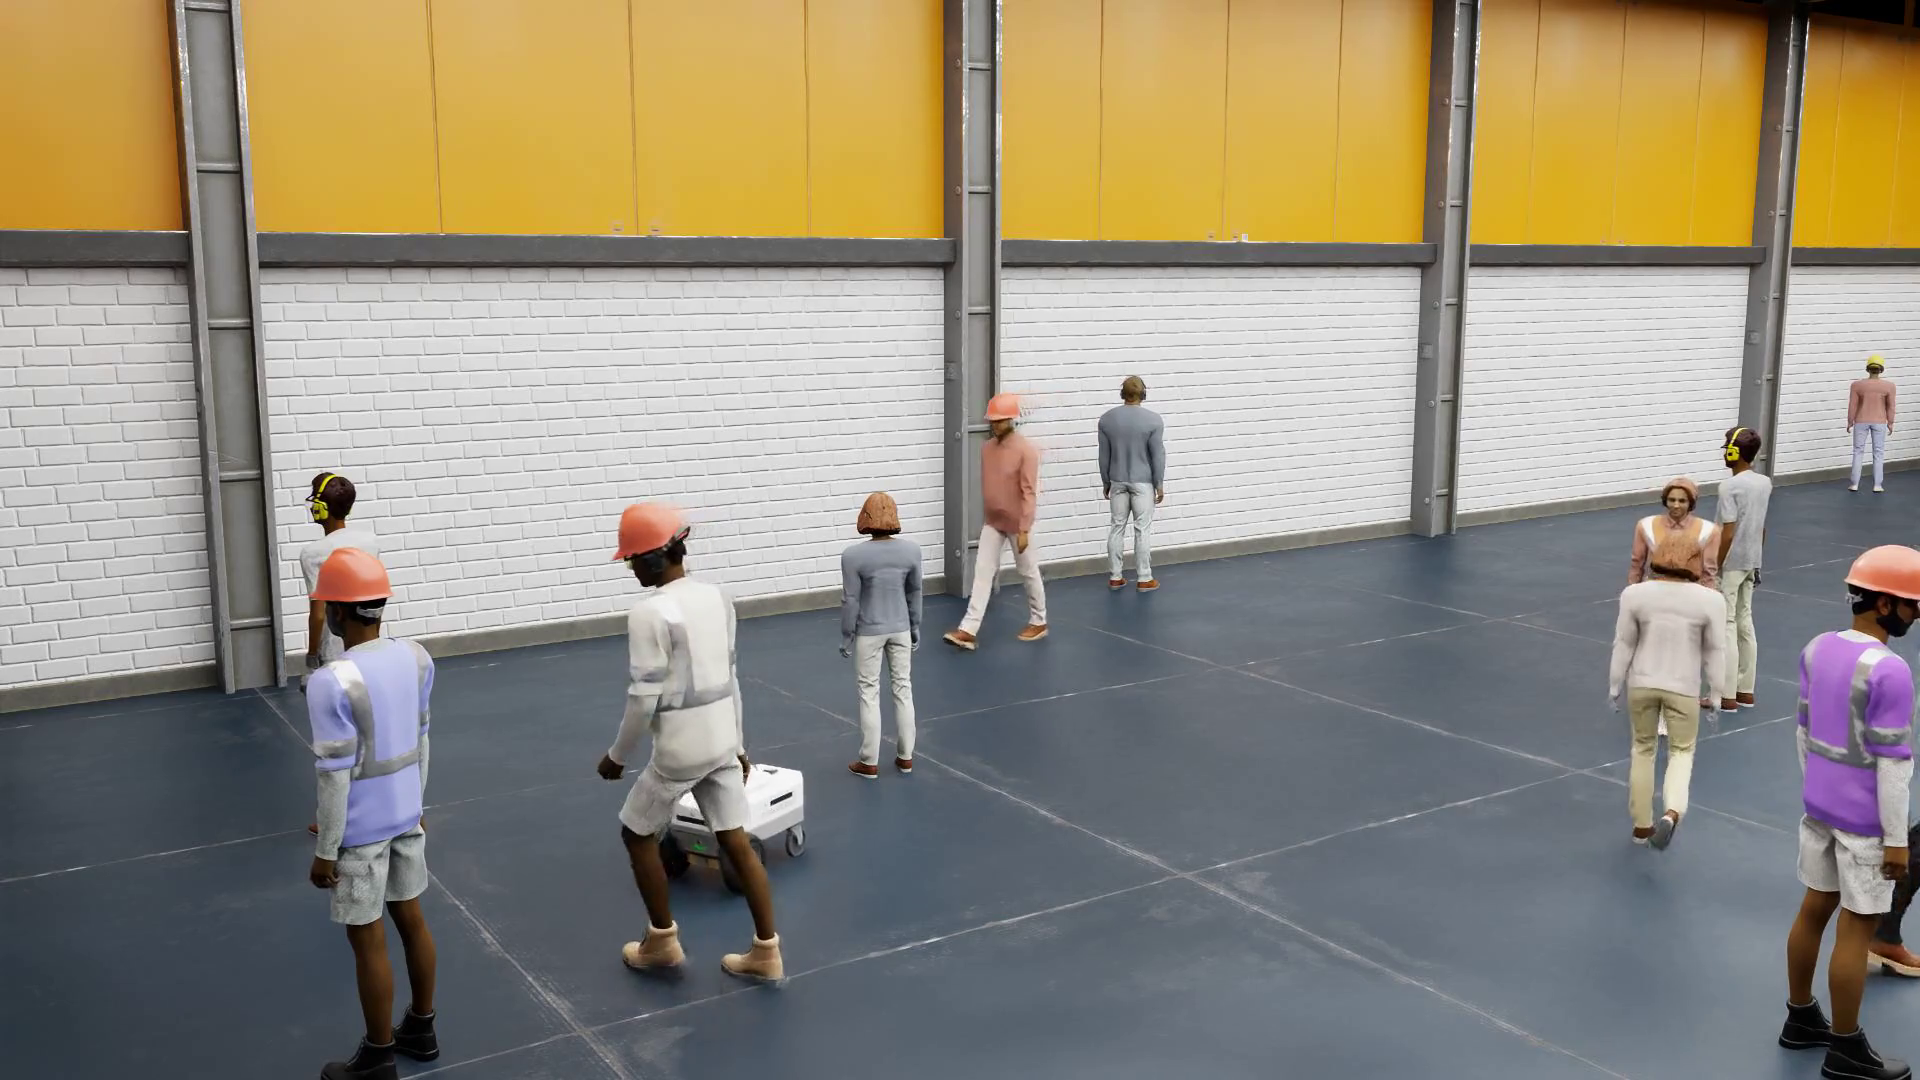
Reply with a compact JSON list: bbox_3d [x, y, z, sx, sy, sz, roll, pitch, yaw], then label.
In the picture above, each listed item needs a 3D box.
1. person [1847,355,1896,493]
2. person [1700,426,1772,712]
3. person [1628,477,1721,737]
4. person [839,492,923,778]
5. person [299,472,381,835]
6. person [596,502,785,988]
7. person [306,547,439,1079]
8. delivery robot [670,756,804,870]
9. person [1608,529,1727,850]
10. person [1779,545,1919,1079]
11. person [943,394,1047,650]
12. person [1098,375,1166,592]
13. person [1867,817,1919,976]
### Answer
[{"bbox_3d":[11.660,-1.488,21.304,0.534,1.765,0.324,5,11,27],"label":"person"},{"bbox_3d":[5.054,0.191,10.873,0.538,1.869,0.312,-6,11,-34],"label":"person"},{"bbox_3d":[4.379,0.415,10.252,0.506,1.621,0.364,4,10,24],"label":"person"},{"bbox_3d":[-0.449,0.540,9.479,0.507,1.633,0.277,-5,11,-27],"label":"person"},{"bbox_3d":[-3.161,0.582,8.503,0.329,1.877,0.507,4,10,23],"label":"person"},{"bbox_3d":[-1.109,0.842,6.651,0.836,1.978,0.626,5,11,27],"label":"person"},{"bbox_3d":[-2.094,0.984,5.887,0.355,1.939,0.544,3,10,20],"label":"person"},{"bbox_3d":[-1.063,1.278,7.995,0.477,0.478,0.707,5,11,30],"label":"delivery robot"},{"bbox_3d":[3.474,0.759,8.210,0.526,1.611,0.535,6,11,31],"label":"person"},{"bbox_3d":[3.238,0.973,5.983,0.374,1.929,0.542,-1,9,-4],"label":"person"},{"bbox_3d":[0.330,-0.135,12.630,0.647,1.935,1.044,9,13,44],"label":"person"},{"bbox_3d":[1.535,-0.501,14.838,0.630,1.938,0.372,5,11,27],"label":"person"},{"bbox_3d":[4.167,0.843,6.769,1.056,1.934,0.634,-1,10,-9],"label":"person"}]
